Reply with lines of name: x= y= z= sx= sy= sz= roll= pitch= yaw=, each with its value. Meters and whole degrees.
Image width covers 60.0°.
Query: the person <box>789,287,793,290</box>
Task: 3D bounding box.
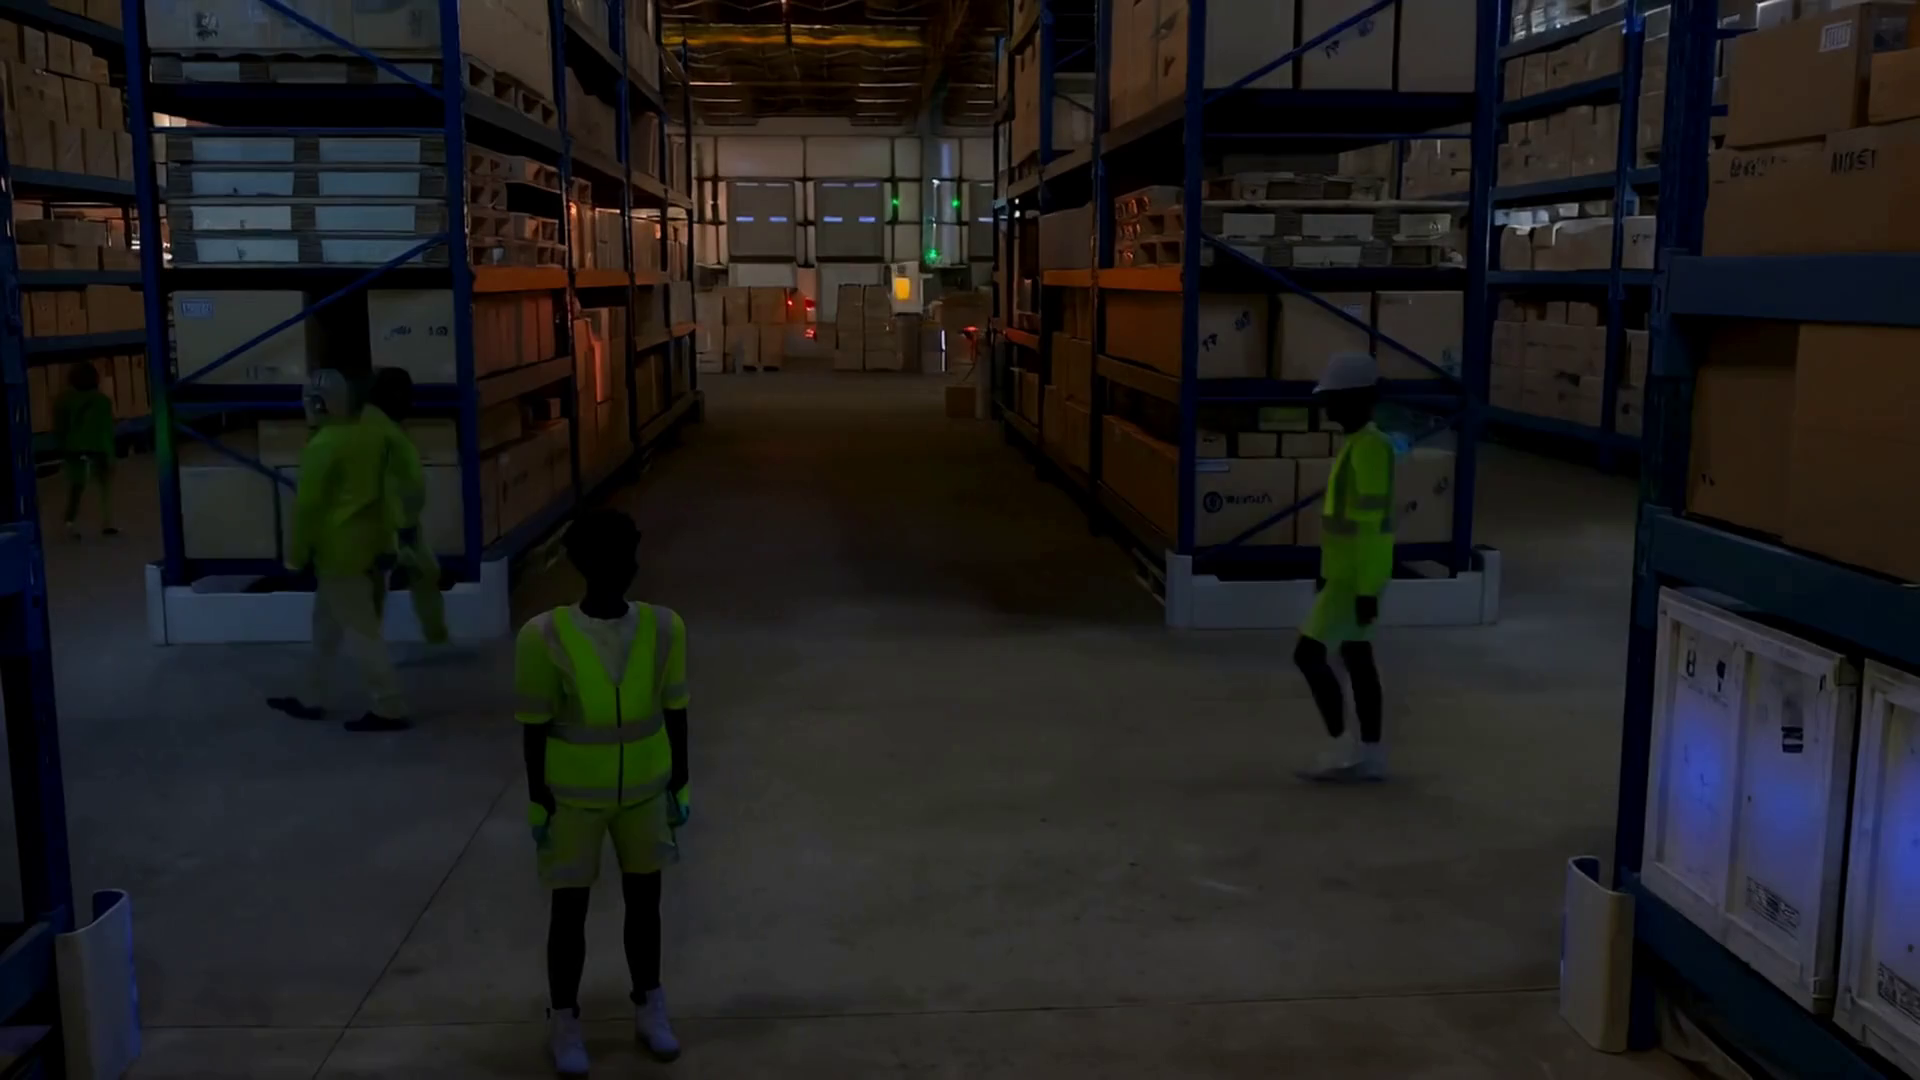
person: x=-5.976 y=-7.934 z=58.596 sx=0.544 sy=1.939 sz=0.354 roll=-4 pitch=10 yaw=-25

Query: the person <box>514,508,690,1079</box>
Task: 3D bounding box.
person: x=-1.044 y=0.739 z=4.918 sx=0.531 sy=1.691 sz=0.319 roll=-5 pitch=10 yaw=-29

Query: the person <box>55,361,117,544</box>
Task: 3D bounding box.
person: x=-7.738 y=-0.778 z=14.707 sx=0.504 sy=1.610 sz=0.735 roll=-1 pitch=9 yaw=-8

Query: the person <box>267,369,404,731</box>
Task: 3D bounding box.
person: x=-3.309 y=0.062 z=8.601 sx=0.903 sy=1.868 sz=0.678 roll=0 pitch=9 yaw=3

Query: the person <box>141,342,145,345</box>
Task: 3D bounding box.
person: x=-23.501 y=-6.108 z=47.493 sx=0.549 sy=1.814 sz=0.809 roll=-5 pitch=10 yaw=-30

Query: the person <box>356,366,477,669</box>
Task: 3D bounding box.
person: x=-3.274 y=-0.126 z=9.954 sx=0.805 sy=1.814 sz=0.648 roll=-1 pitch=9 yaw=-7

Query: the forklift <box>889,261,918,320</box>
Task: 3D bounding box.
forklift: x=-1.887 y=-7.970 z=55.876 sx=1.129 sy=2.768 sz=1.873 roll=6 pitch=11 yaw=33

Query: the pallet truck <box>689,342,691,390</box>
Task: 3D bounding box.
pallet truck: x=-5.225 y=-3.008 z=27.480 sx=1.885 sy=1.965 sz=0.823 roll=2 pitch=9 yaw=14

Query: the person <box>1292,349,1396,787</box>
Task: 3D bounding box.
person: x=1.723 y=0.145 z=7.603 sx=0.608 sy=2.021 sz=0.638 roll=1 pitch=9 yaw=9
